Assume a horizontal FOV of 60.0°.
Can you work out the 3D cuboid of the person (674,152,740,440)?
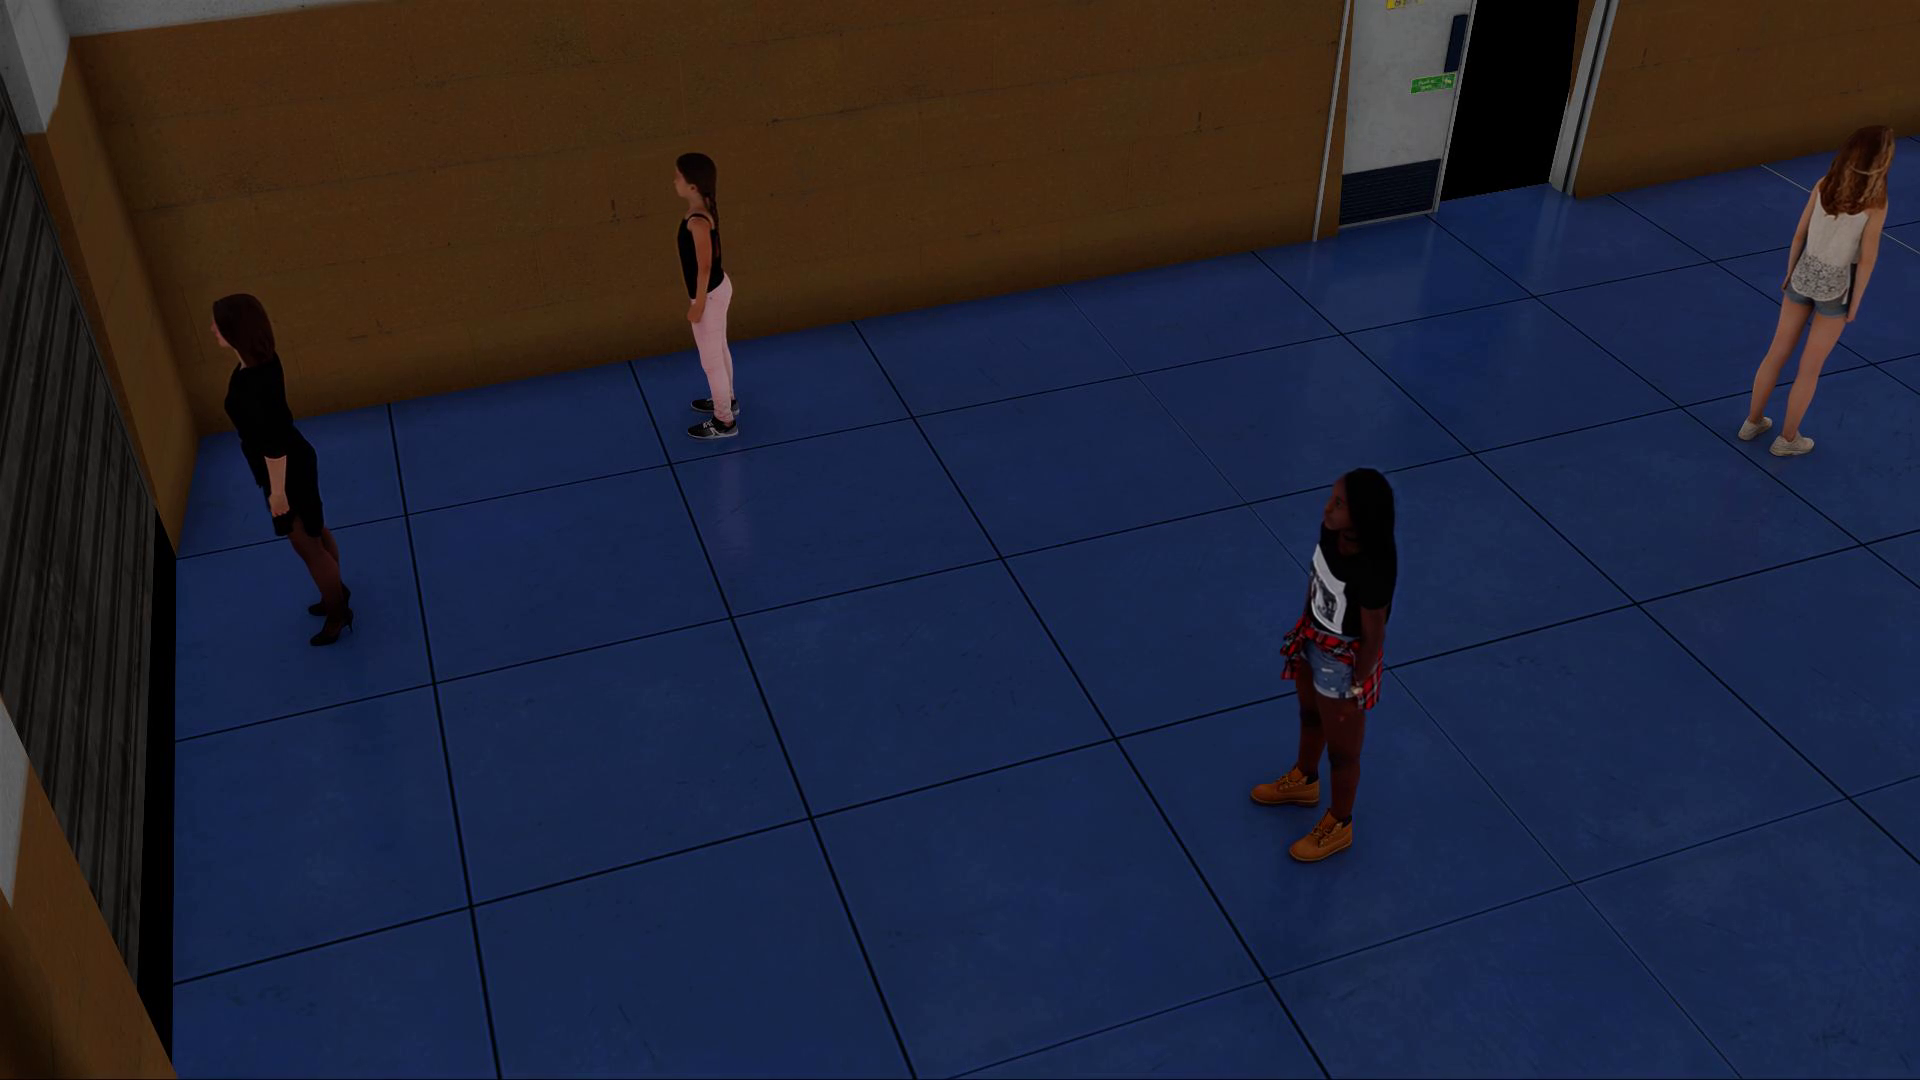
[{"bbox_3d":[-1.289,-1.252,8.513,0.652,1.565,0.549,0,37,0],"label":"person"}]

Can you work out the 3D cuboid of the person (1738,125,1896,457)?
[{"bbox_3d":[4.300,-1.235,8.330,0.659,1.759,0.492,-20,41,-24],"label":"person"}]

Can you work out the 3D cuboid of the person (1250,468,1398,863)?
[{"bbox_3d":[1.378,0.456,6.102,0.685,1.727,0.552,-9,38,-12],"label":"person"}]

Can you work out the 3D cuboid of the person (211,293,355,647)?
[{"bbox_3d":[-2.870,-0.288,7.098,0.653,1.706,0.436,-10,38,-13],"label":"person"}]
